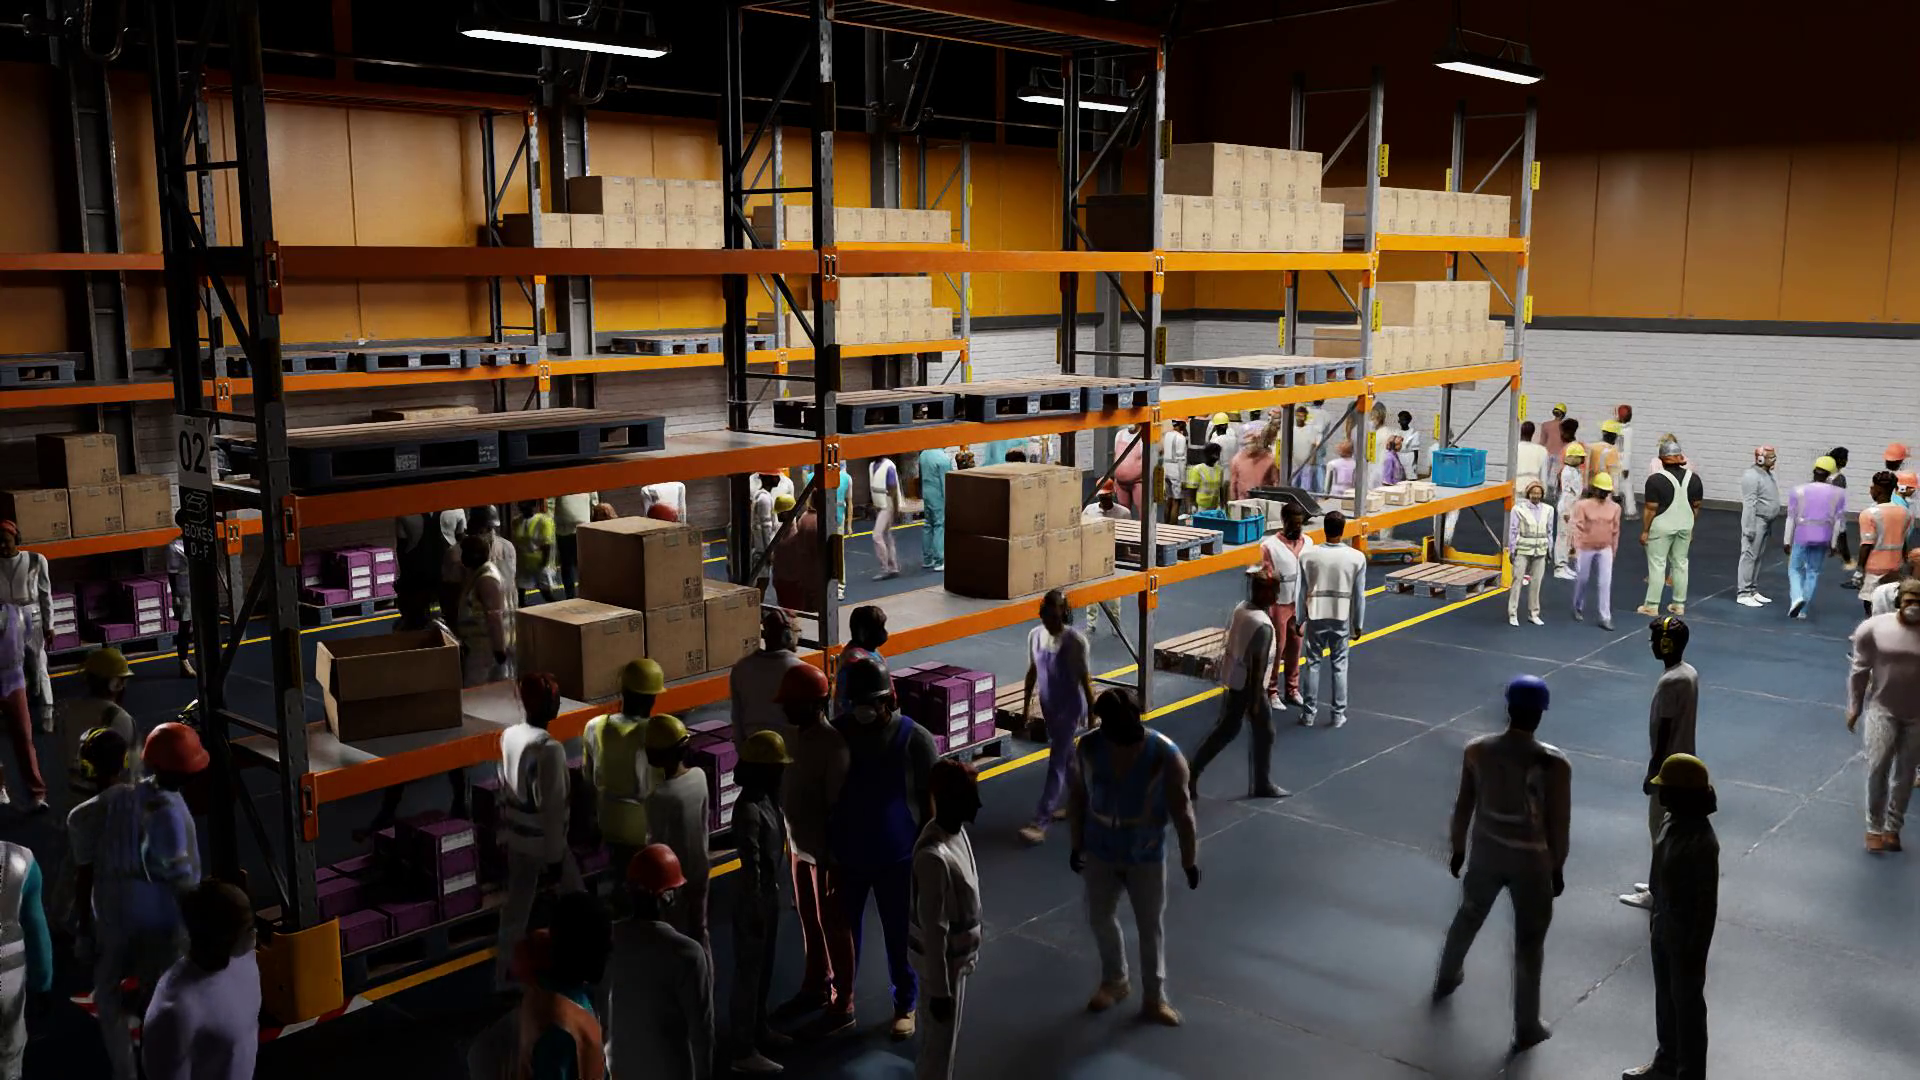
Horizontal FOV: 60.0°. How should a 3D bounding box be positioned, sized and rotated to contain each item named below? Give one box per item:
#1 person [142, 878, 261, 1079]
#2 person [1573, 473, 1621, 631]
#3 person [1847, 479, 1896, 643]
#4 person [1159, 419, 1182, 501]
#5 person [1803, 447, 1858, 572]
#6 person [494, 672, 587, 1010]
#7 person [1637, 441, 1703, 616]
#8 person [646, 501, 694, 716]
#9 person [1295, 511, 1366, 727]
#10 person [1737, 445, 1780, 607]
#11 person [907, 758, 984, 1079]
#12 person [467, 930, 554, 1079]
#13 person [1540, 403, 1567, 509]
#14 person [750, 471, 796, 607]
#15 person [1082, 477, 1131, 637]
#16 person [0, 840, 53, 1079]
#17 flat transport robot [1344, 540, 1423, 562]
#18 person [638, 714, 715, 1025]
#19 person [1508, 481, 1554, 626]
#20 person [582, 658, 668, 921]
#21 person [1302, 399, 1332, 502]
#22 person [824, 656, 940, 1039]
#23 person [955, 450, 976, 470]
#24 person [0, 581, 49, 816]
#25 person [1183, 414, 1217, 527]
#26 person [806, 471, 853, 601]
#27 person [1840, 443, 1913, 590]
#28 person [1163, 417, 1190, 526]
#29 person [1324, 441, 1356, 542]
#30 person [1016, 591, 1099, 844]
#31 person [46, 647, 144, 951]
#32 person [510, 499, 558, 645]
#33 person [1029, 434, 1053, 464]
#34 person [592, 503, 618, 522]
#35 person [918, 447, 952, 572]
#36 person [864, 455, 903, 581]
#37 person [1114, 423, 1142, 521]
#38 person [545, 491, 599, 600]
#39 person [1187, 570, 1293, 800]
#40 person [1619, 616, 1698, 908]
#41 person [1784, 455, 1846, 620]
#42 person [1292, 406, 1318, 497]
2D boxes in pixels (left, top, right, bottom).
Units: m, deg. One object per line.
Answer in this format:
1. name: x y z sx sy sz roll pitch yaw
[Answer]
1. person: -2.827 2.130 6.012 0.860 1.911 0.646 0 10 -1
2. person: 7.103 0.101 18.589 0.531 1.737 0.769 1 10 5
3. person: 9.679 0.227 17.512 0.327 1.843 0.516 0 10 -2
4. person: 3.613 -1.594 28.181 0.472 1.912 0.622 -9 13 -44
5. person: 11.434 -0.398 21.815 0.869 1.650 0.542 0 10 3
6. person: -2.233 1.623 9.185 0.873 1.839 0.589 -9 13 -44
7. person: 8.119 -0.144 19.146 0.678 2.000 0.537 -2 10 -9
8. person: -2.533 0.610 14.876 0.610 1.964 0.638 -4 10 -22
9. person: 3.235 0.697 14.544 0.597 1.907 0.405 1 10 9
10. person: 9.482 -0.173 19.714 0.406 1.911 0.639 8 13 41
11. person: -0.062 1.893 7.444 0.337 1.883 0.584 1 10 8
12. person: -1.478 2.227 5.959 0.611 1.738 0.570 7 12 35
13. person: 9.826 -1.387 27.426 0.535 1.755 0.342 8 12 38
14. person: -2.207 -0.078 19.181 0.645 1.900 0.399 -3 10 -15
15. person: 1.573 0.177 18.082 0.568 1.751 0.329 2 10 11
16. person: -4.288 1.978 7.218 0.648 1.806 0.688 -7 12 -37
17. flat transport robot: 5.631 0.165 22.568 1.431 0.197 0.652 -2 10 -14
18. person: -1.489 1.760 8.630 0.339 1.760 0.524 4 10 23
19. person: 6.375 0.152 18.583 0.521 1.636 0.311 -1 10 -8
20. person: -1.782 1.581 9.268 0.599 1.894 0.570 5 11 27
21. person: 5.957 -1.551 28.064 0.698 1.877 0.380 -3 10 -16
22. person: -0.469 1.604 8.706 0.683 2.000 0.537 2 10 11
23. person: 0.024 -0.158 19.855 0.341 1.839 0.501 -3 10 -20
24. person: -7.037 1.111 12.191 0.594 1.853 1.047 -9 13 -42
25. person: 3.698 -1.195 25.461 0.612 2.031 0.403 5 11 29
26. person: -1.571 -0.190 20.000 0.572 1.843 0.373 1 10 7
27. person: 11.503 -0.283 20.503 0.991 1.877 0.583 1 10 5
28. person: 3.168 -0.943 24.260 0.387 1.929 0.544 -3 10 -18
29. person: 5.285 -0.563 22.917 0.519 1.609 0.743 1 10 9
30. person: 0.662 1.221 11.771 0.605 1.778 0.967 9 13 43
31. person: -5.136 1.536 9.916 0.588 1.789 0.933 4 10 23
32. person: -4.581 0.249 17.922 0.524 1.663 0.821 3 10 16
33. person: 1.306 -1.365 27.055 0.394 1.836 0.559 -3 10 -15
34. person: -3.594 0.431 16.921 0.278 1.634 0.498 -2 10 -11
35. person: -0.281 -0.538 21.932 0.399 1.899 0.646 -6 11 -30
36. person: -1.033 -0.384 21.228 0.608 1.816 0.609 -5 11 -27
37. person: 2.444 -0.906 23.694 0.683 2.000 0.535 8 12 40
38. person: -4.457 -0.103 19.152 0.631 1.953 0.911 -3 10 -15
39. person: 2.080 1.098 12.467 0.865 1.801 0.624 -2 10 -10
40. person: 4.439 1.400 10.494 0.350 1.856 0.519 7 12 35
41. person: 9.634 -0.008 18.770 0.591 1.891 0.492 3 10 19
42. person: 5.272 -1.149 25.728 0.575 1.856 0.396 3 10 18
